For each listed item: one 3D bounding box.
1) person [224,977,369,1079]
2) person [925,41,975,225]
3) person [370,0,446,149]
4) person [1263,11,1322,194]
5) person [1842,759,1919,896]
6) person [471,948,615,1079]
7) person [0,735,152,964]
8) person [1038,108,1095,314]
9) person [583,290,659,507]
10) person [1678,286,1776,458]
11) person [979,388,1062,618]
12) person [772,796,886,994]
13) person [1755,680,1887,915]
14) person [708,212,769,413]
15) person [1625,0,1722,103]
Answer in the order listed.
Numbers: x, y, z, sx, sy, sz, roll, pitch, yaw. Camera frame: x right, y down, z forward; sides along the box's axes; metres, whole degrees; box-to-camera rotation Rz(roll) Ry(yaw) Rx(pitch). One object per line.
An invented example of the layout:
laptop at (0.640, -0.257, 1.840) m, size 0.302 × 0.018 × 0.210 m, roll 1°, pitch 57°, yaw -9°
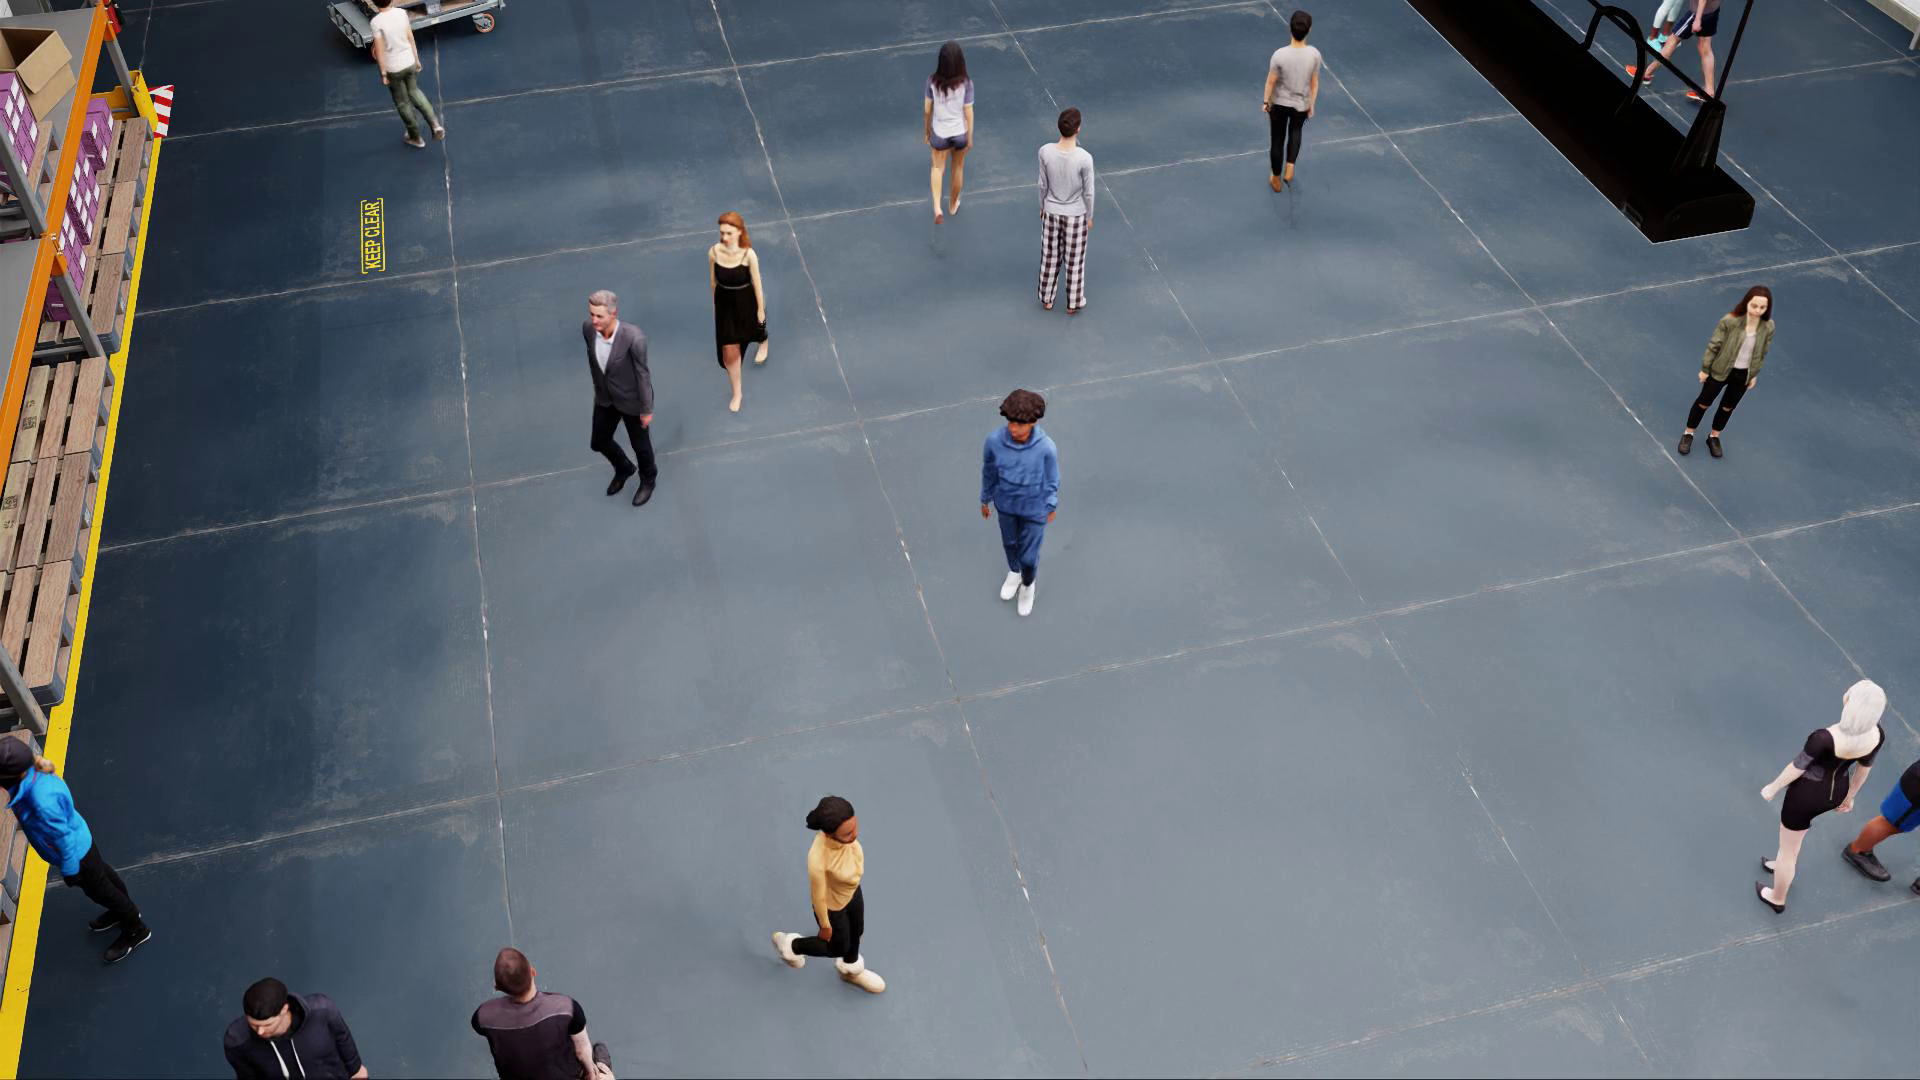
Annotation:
person at (-3.141, 2.628, 8.039) m, size 0.714 × 1.890 × 0.643 m, roll -19°, pitch 47°, yaw -19°
person at (-0.098, -3.523, 14.620) m, size 0.796 × 1.718 × 0.985 m, roll 5°, pitch 44°, yaw 5°
person at (-5.208, -4.405, 15.602) m, size 0.904 × 1.643 × 0.817 m, roll 28°, pitch 50°, yaw 26°
person at (2.994, -3.916, 15.036) m, size 0.683 × 1.715 × 0.672 m, roll 1°, pitch 44°, yaw 1°
person at (5.470, 1.348, 9.472) m, size 0.744 × 1.768 × 0.966 m, roll -24°, pitch 49°, yaw -23°
person at (-2.024, 2.679, 8.054) m, size 0.727 × 1.796 × 1.107 m, roll -6°, pitch 44°, yaw -6°
person at (-4.871, 1.664, 9.112) m, size 0.739 × 1.806 × 0.576 m, roll -25°, pitch 49°, yaw -24°
person at (0.865, -2.686, 13.649) m, size 0.703 × 1.847 × 0.726 m, roll 15°, pitch 46°, yaw 15°
person at (-2.390, -1.068, 11.966) m, size 0.838 × 1.826 × 0.861 m, roll 15°, pitch 46°, yaw 15°
person at (5.754, -1.267, 12.429) m, size 0.650 × 1.475 × 0.641 m, roll 6°, pitch 44°, yaw 7°
person at (0.441, -0.318, 11.200) m, size 0.801 × 1.796 × 0.838 m, roll 16°, pitch 46°, yaw 16°
person at (-0.739, 1.903, 8.979) m, size 0.936 × 1.643 × 0.916 m, roll 16°, pitch 46°, yaw 16°
person at (4.807, 1.514, 9.263) m, size 0.579 × 1.816 × 0.620 m, roll -11°, pitch 45°, yaw -11°
person at (-1.698, -1.863, 12.970) m, size 0.857 × 1.592 × 1.131 m, roll 6°, pitch 44°, yaw 6°
person at (7.329, -5.130, 16.248) m, size 1.278 × 1.799 × 1.091 m, roll 31°, pitch 52°, yaw 29°
